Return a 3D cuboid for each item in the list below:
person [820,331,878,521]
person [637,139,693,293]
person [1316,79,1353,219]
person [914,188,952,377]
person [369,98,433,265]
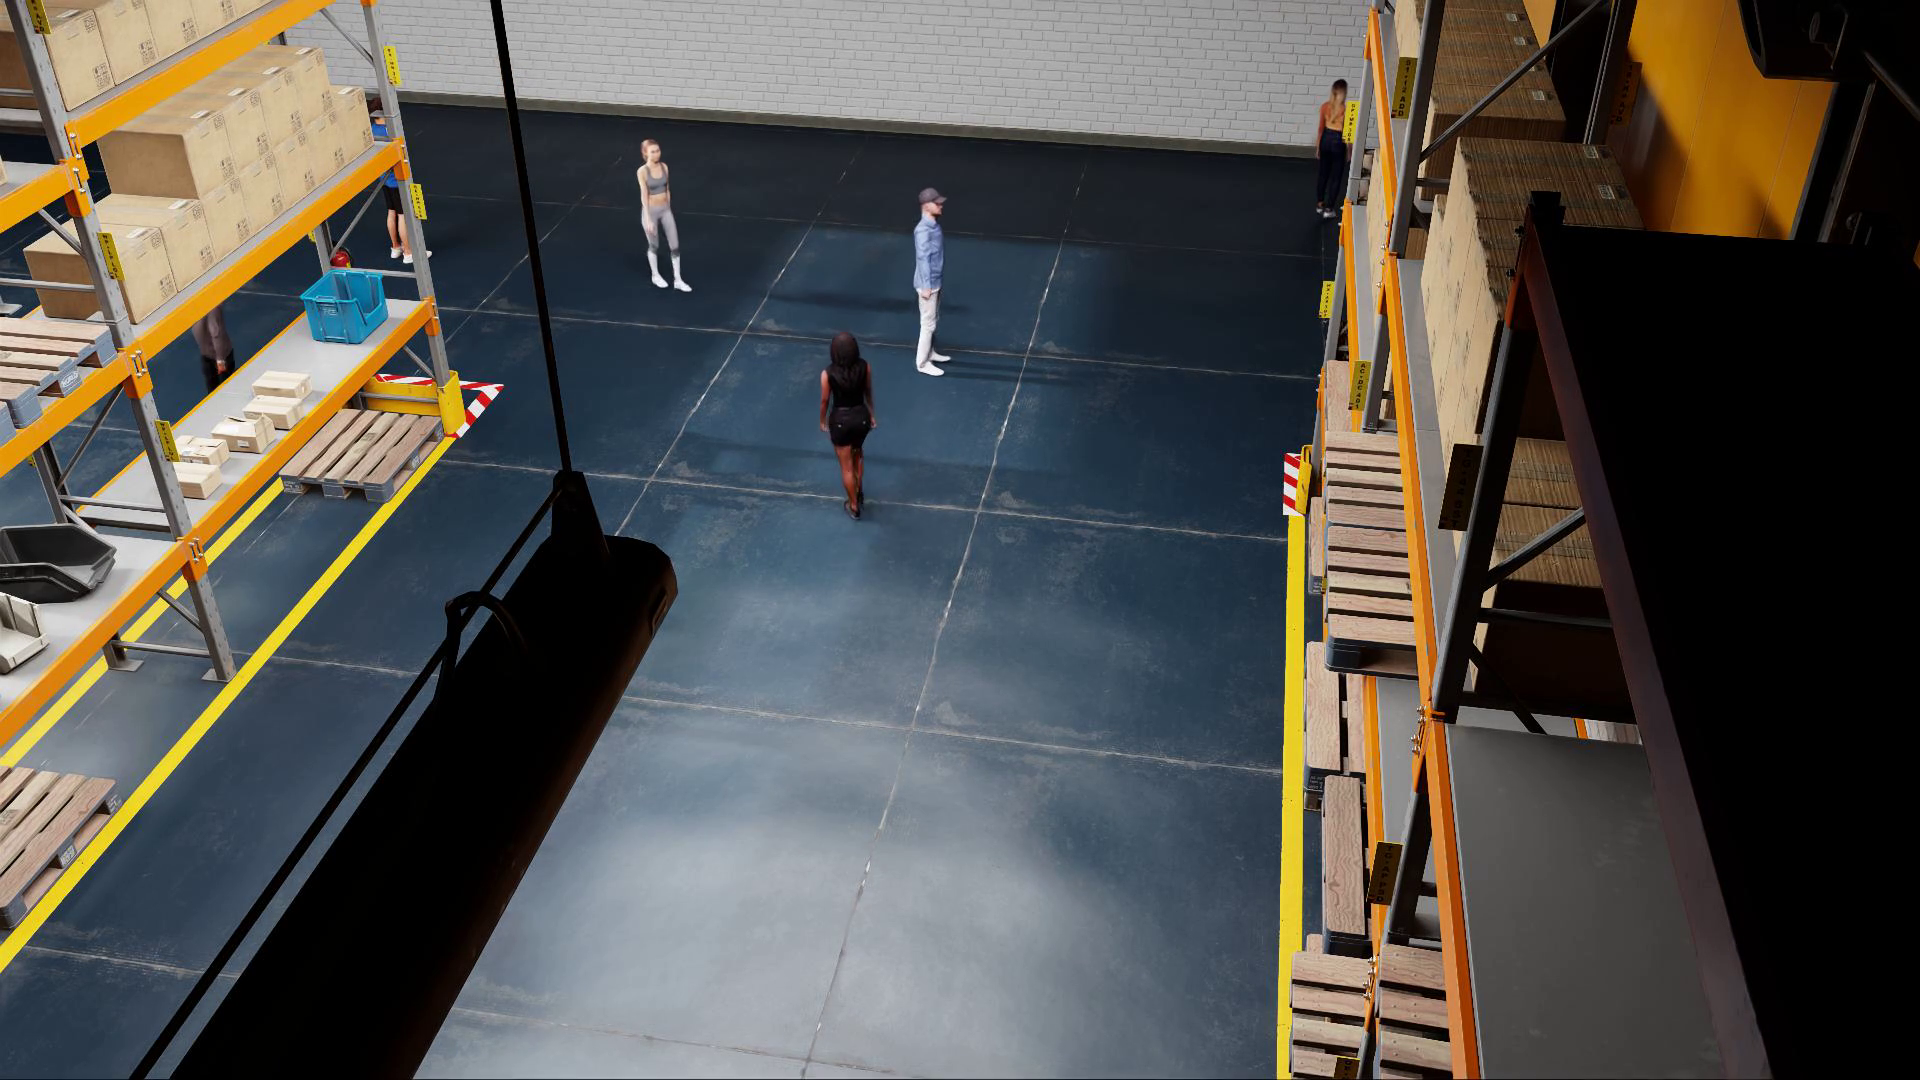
[{"bbox_3d":[-0.899,-0.926,14.011,0.758,1.729,0.807,-15,36,-21],"label":"person"},{"bbox_3d":[-3.319,-3.511,17.941,0.866,1.682,0.909,-23,40,-31],"label":"person"},{"bbox_3d":[4.414,-4.638,19.673,0.712,1.642,0.770,22,39,29],"label":"person"},{"bbox_3d":[-0.297,-2.556,16.319,0.710,1.887,0.481,6,34,10],"label":"person"},{"bbox_3d":[-6.326,-4.027,18.552,0.750,1.866,0.760,27,42,34],"label":"person"}]
